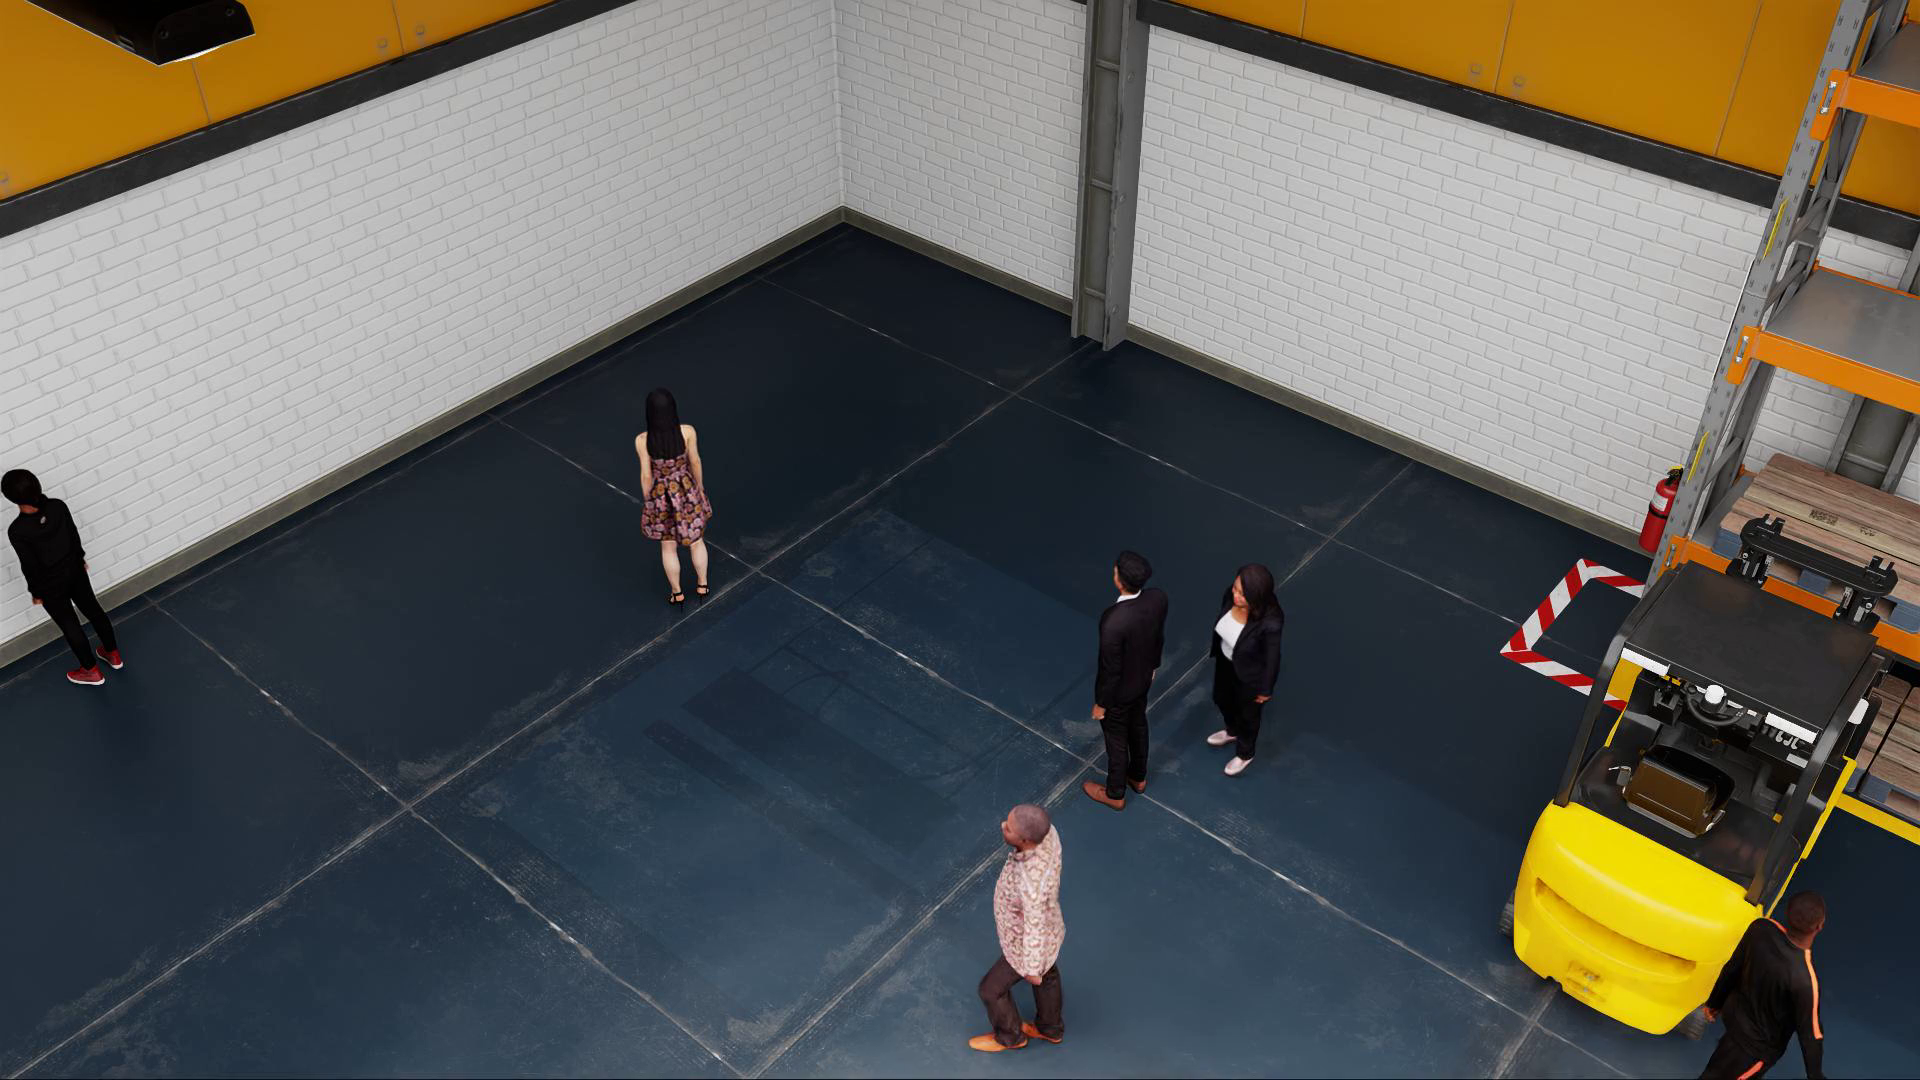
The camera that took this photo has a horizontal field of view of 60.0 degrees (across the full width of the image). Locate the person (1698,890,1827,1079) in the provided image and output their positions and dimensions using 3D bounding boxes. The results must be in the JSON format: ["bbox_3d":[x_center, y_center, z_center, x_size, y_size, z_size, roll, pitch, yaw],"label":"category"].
[{"bbox_3d":[3.694,2.350,7.959,1.179,1.773,1.103,1,39,1],"label":"person"}]

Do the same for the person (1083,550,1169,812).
[{"bbox_3d":[0.976,0.833,9.773,0.552,1.881,0.710,31,48,33],"label":"person"}]

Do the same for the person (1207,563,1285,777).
[{"bbox_3d":[1.747,0.753,10.089,0.755,1.610,0.648,-23,44,-26],"label":"person"}]

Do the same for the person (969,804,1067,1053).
[{"bbox_3d":[0.438,2.001,8.386,0.881,1.786,0.846,9,39,11],"label":"person"}]

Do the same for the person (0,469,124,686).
[{"bbox_3d":[-5.789,0.228,10.694,0.627,1.675,0.658,15,41,18],"label":"person"}]

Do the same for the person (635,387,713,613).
[{"bbox_3d":[-1.936,-0.272,11.242,0.786,1.774,0.820,-14,41,-17],"label":"person"}]
